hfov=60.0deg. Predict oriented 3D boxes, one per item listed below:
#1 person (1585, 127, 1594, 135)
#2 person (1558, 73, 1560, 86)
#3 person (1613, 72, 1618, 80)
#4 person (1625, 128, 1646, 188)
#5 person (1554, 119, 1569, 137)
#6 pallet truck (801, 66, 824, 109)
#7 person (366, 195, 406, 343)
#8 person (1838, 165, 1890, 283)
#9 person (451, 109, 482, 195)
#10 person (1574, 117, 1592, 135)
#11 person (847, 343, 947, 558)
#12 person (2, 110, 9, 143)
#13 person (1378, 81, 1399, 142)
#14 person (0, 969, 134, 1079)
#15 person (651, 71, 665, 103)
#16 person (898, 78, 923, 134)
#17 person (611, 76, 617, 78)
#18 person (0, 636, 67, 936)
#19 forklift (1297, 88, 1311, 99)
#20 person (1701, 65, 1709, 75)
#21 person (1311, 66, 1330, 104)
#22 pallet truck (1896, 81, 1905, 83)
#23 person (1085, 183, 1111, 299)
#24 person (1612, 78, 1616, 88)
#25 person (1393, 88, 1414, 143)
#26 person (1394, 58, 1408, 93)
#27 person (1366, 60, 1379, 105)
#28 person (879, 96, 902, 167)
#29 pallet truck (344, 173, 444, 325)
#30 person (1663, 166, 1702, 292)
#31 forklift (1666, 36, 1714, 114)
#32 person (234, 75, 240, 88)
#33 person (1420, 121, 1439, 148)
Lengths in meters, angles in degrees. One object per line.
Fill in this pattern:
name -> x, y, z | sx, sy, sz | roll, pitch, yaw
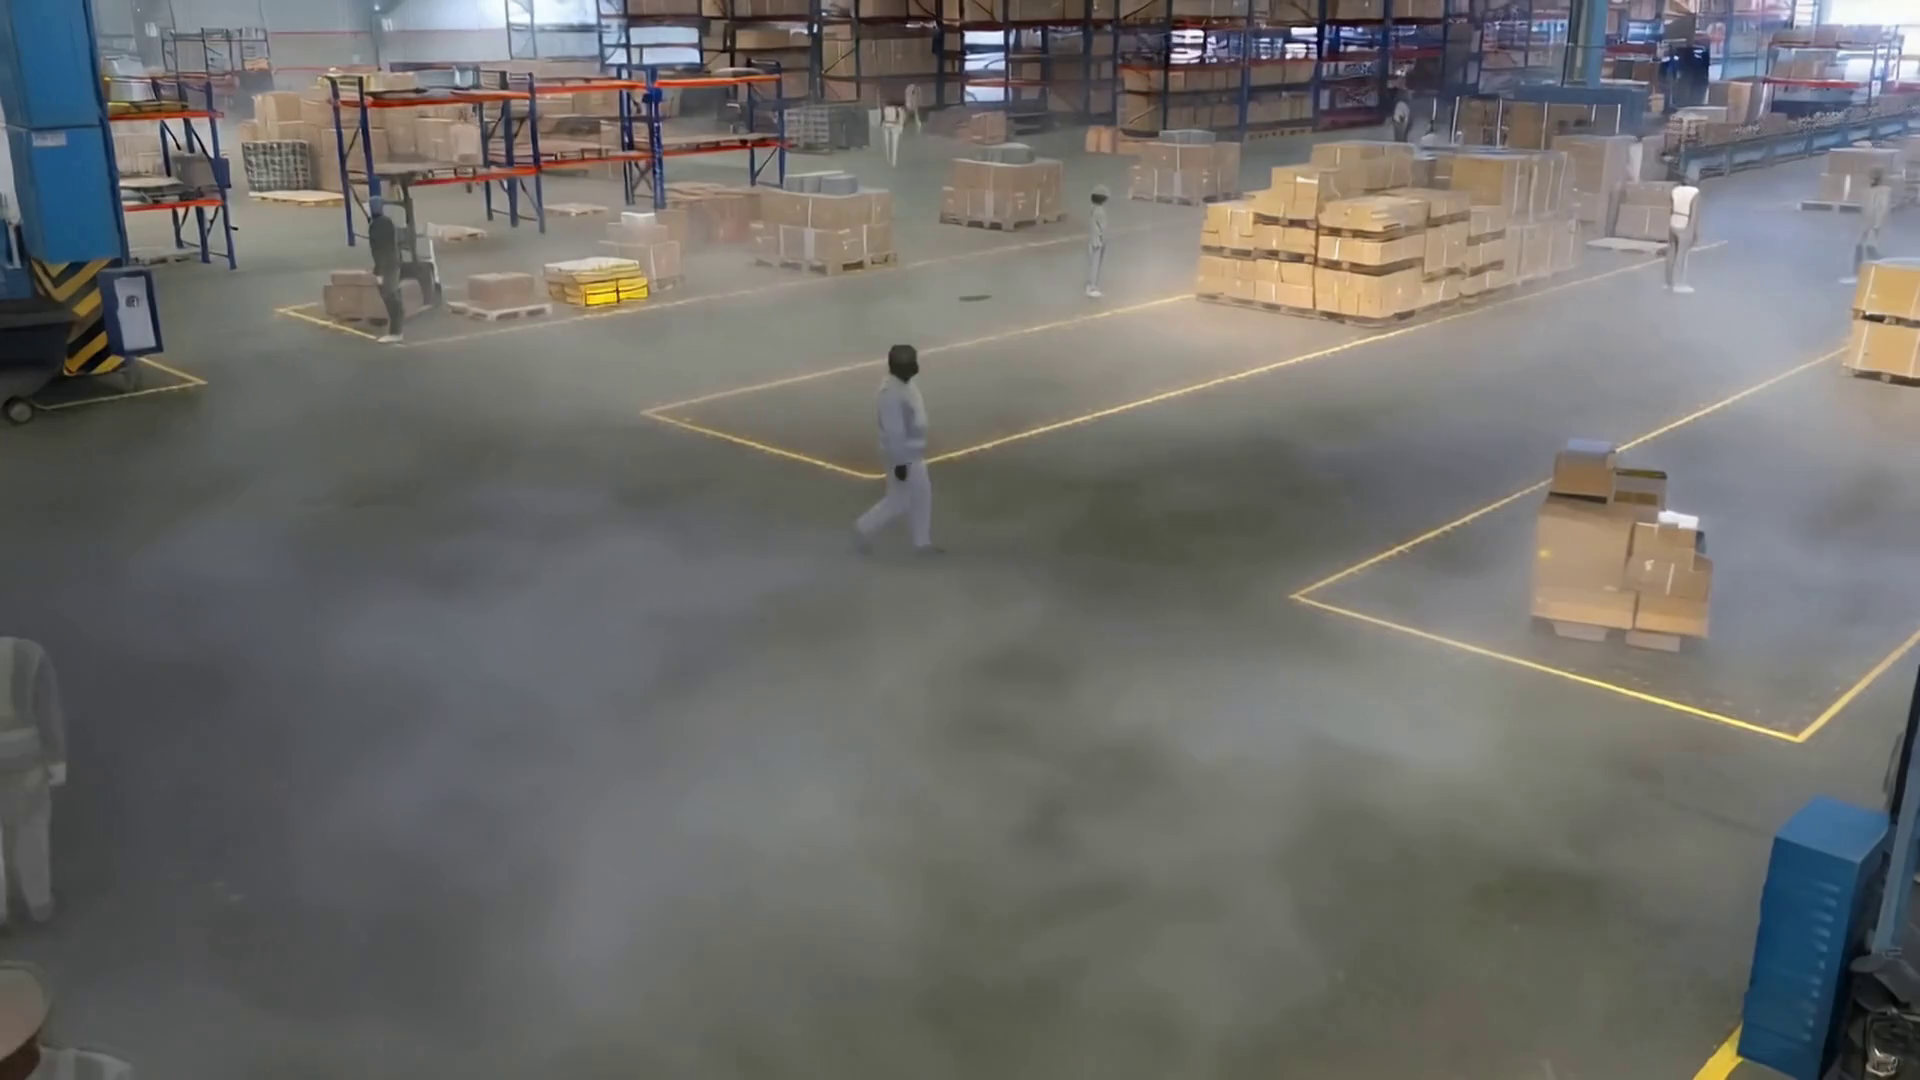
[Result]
person -> 13.910, -8.400, 37.109 | 0.502, 1.587, 0.824 | -10, 21, -27
person -> 22.323, -16.682, 61.571 | 0.572, 1.896, 0.917 | 17, 25, 42
person -> 22.678, -15.487, 58.095 | 0.619, 1.819, 0.418 | 13, 22, 34
person -> 13.713, -7.412, 33.736 | 0.504, 1.840, 0.796 | -11, 21, -29
person -> 13.711, -8.794, 38.128 | 0.361, 1.686, 0.551 | 17, 25, 41
pallet truck -> -4.812, -15.182, 56.903 | 0.823, 1.965, 1.885 | -9, 21, -26
person -> -7.633, -3.597, 22.093 | 0.354, 1.936, 0.635 | -2, 18, -5
person -> 14.465, -4.971, 26.308 | 0.648, 1.910, 0.593 | -2, 19, -7
person -> -11.261, -8.895, 38.105 | 0.603, 1.903, 0.791 | 2, 18, 5
person -> 13.238, -8.077, 35.613 | 0.580, 1.918, 0.448 | -10, 21, -29
person -> -0.513, -0.715, 13.614 | 0.723, 1.809, 0.628 | 6, 19, 17
person -> -23.804, -10.226, 42.063 | 0.630, 1.940, 0.372 | -14, 23, -37
person -> 12.432, -12.405, 48.595 | 0.983, 1.946, 0.659 | -7, 20, -20
person -> -2.725, 2.078, 5.052 | 0.629, 1.914, 0.949 | -2, 18, -6
person -> -10.266, -14.967, 56.395 | 0.587, 1.911, 0.398 | 7, 20, 21
person -> -1.623, -14.066, 53.887 | 0.897, 1.791, 0.659 | -14, 23, -36
person -> -11.931, -15.220, 57.573 | 0.311, 1.642, 0.512 | -15, 23, -38
person -> -4.707, 1.097, 8.125 | 0.642, 1.823, 0.537 | -9, 20, -25
forklift -> 11.565, -16.322, 58.958 | 1.129, 2.768, 1.873 | 17, 25, 41
person -> 32.689, -20.361, 73.045 | 0.319, 1.656, 0.737 | 12, 22, 32
person -> 14.644, -18.660, 67.598 | 0.978, 1.864, 0.657 | 12, 22, 32
pallet truck -> 34.802, -16.331, 61.455 | 0.653, 1.274, 1.630 | 17, 25, 41
person -> 2.106, -4.540, 25.253 | 0.337, 1.734, 0.480 | 6, 19, 17
person -> 21.205, -14.206, 54.335 | 0.687, 1.744, 0.533 | -15, 23, -37
person -> 11.613, -10.787, 43.593 | 0.537, 2.000, 0.675 | 3, 19, 8
person -> 17.664, -18.509, 66.940 | 1.056, 1.982, 0.616 | -16, 24, -40
person -> 16.528, -18.401, 66.766 | 0.432, 1.892, 0.658 | 0, 18, -1
person -> -1.834, -10.801, 43.974 | 0.604, 1.828, 1.004 | 1, 18, 2
pallet truck -> -8.209, -4.181, 23.757 | 0.823, 1.965, 1.885 | 3, 19, 9
person -> 11.226, -4.830, 25.836 | 0.397, 1.919, 0.590 | -5, 19, -14
forklift -> 27.341, -17.291, 61.877 | 1.129, 2.768, 1.873 | 17, 25, 41
person -> -25.394, -15.509, 58.480 | 0.450, 1.620, 0.521 | -13, 23, -35
person -> 10.115, -8.108, 35.882 | 0.539, 1.823, 0.964 | -6, 19, -19
